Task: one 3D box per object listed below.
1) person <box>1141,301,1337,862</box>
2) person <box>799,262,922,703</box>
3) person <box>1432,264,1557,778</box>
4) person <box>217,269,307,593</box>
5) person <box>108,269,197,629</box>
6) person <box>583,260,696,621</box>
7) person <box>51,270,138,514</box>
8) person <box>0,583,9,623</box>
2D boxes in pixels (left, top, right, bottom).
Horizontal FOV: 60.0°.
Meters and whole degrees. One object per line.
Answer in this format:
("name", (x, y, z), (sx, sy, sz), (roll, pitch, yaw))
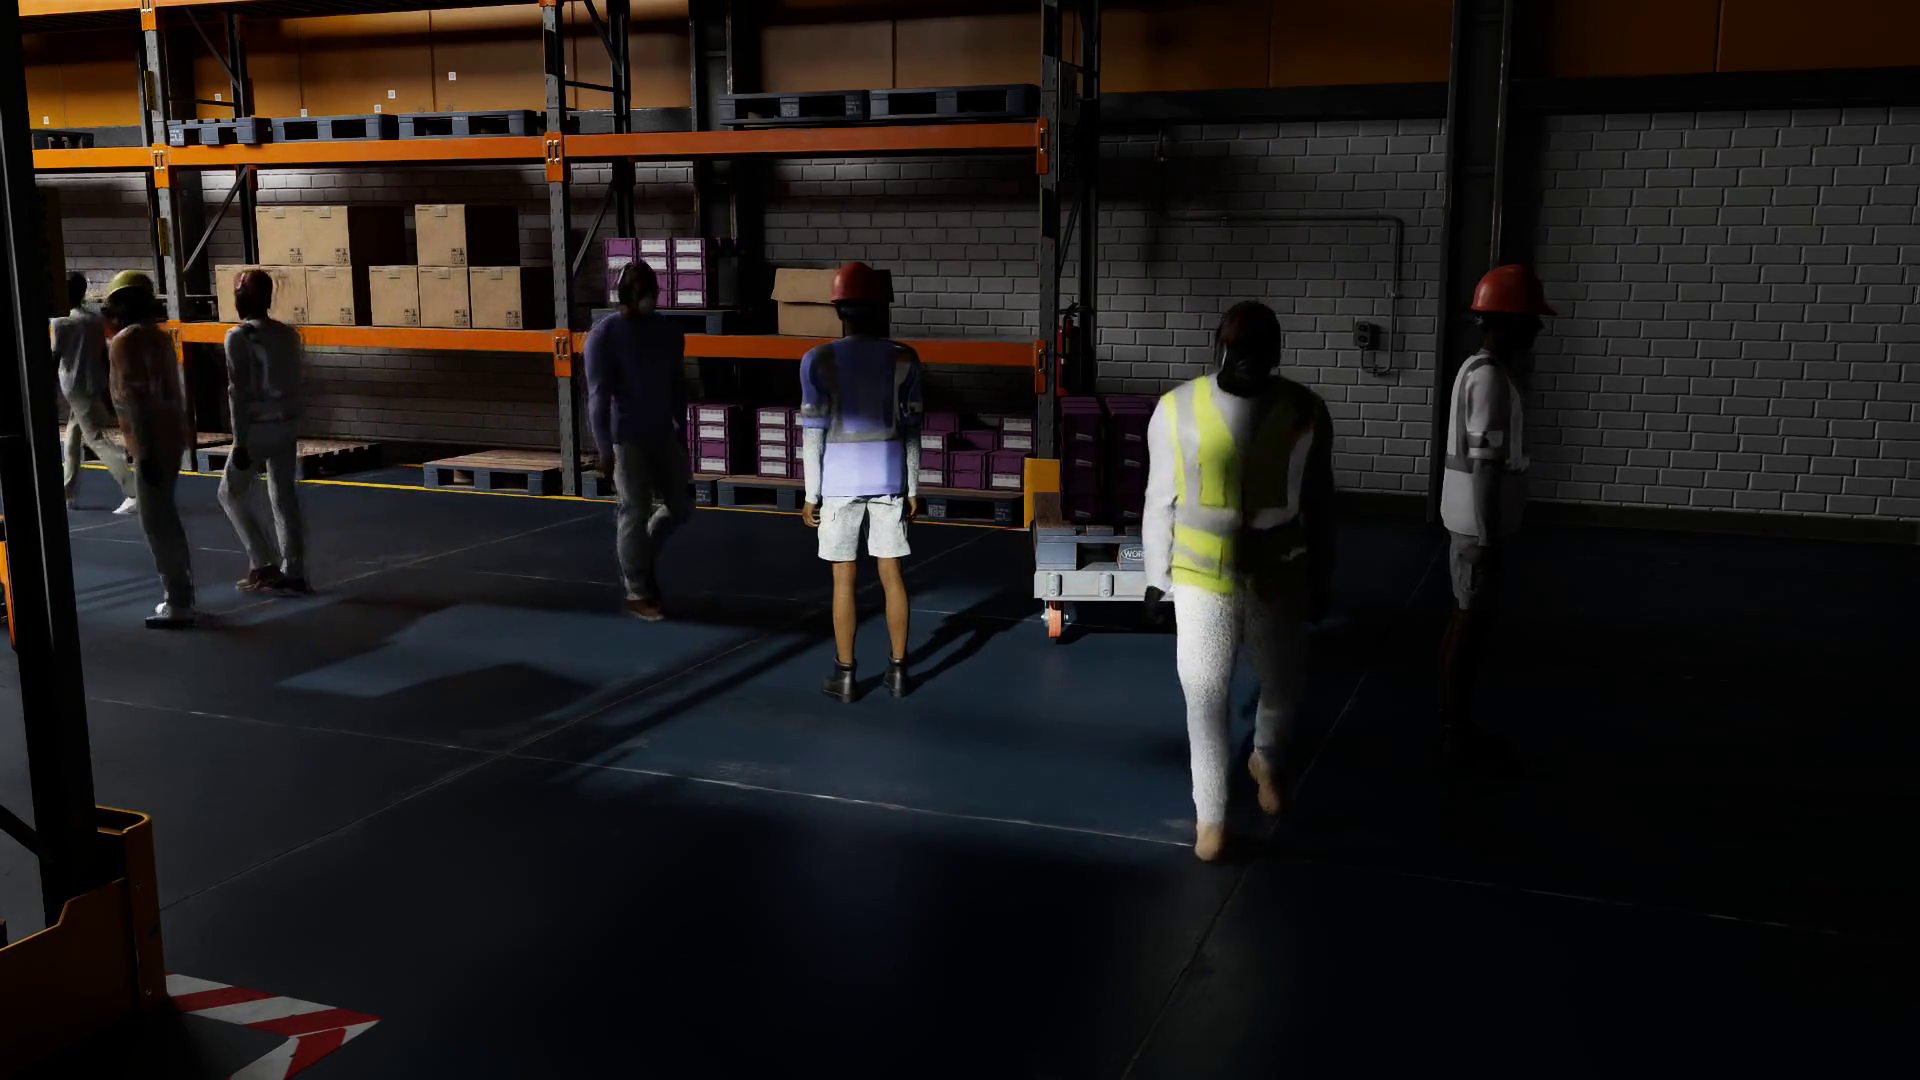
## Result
("person", (0.926, 0.125, 5.542), (0.650, 1.833, 0.533), (1, 10, 5))
("person", (-0.442, -0.248, 7.339), (0.547, 1.934, 0.376), (-3, 11, -18))
("person", (2.036, -0.076, 6.373), (0.379, 1.937, 0.548), (3, 10, 14))
("person", (-4.007, -0.604, 9.506), (0.507, 1.864, 0.601), (3, 11, 18))
("person", (-4.298, -0.484, 8.826), (0.461, 1.874, 0.743), (-1, 10, -8))
("person", (-1.693, -0.523, 8.892), (0.461, 1.924, 0.660), (9, 13, 40))
("person", (-6.510, -1.088, 12.355), (0.985, 1.827, 0.519), (1, 10, 5))
("person", (-5.271, -0.473, 8.732), (0.574, 1.884, 0.358), (10, 14, 43))
